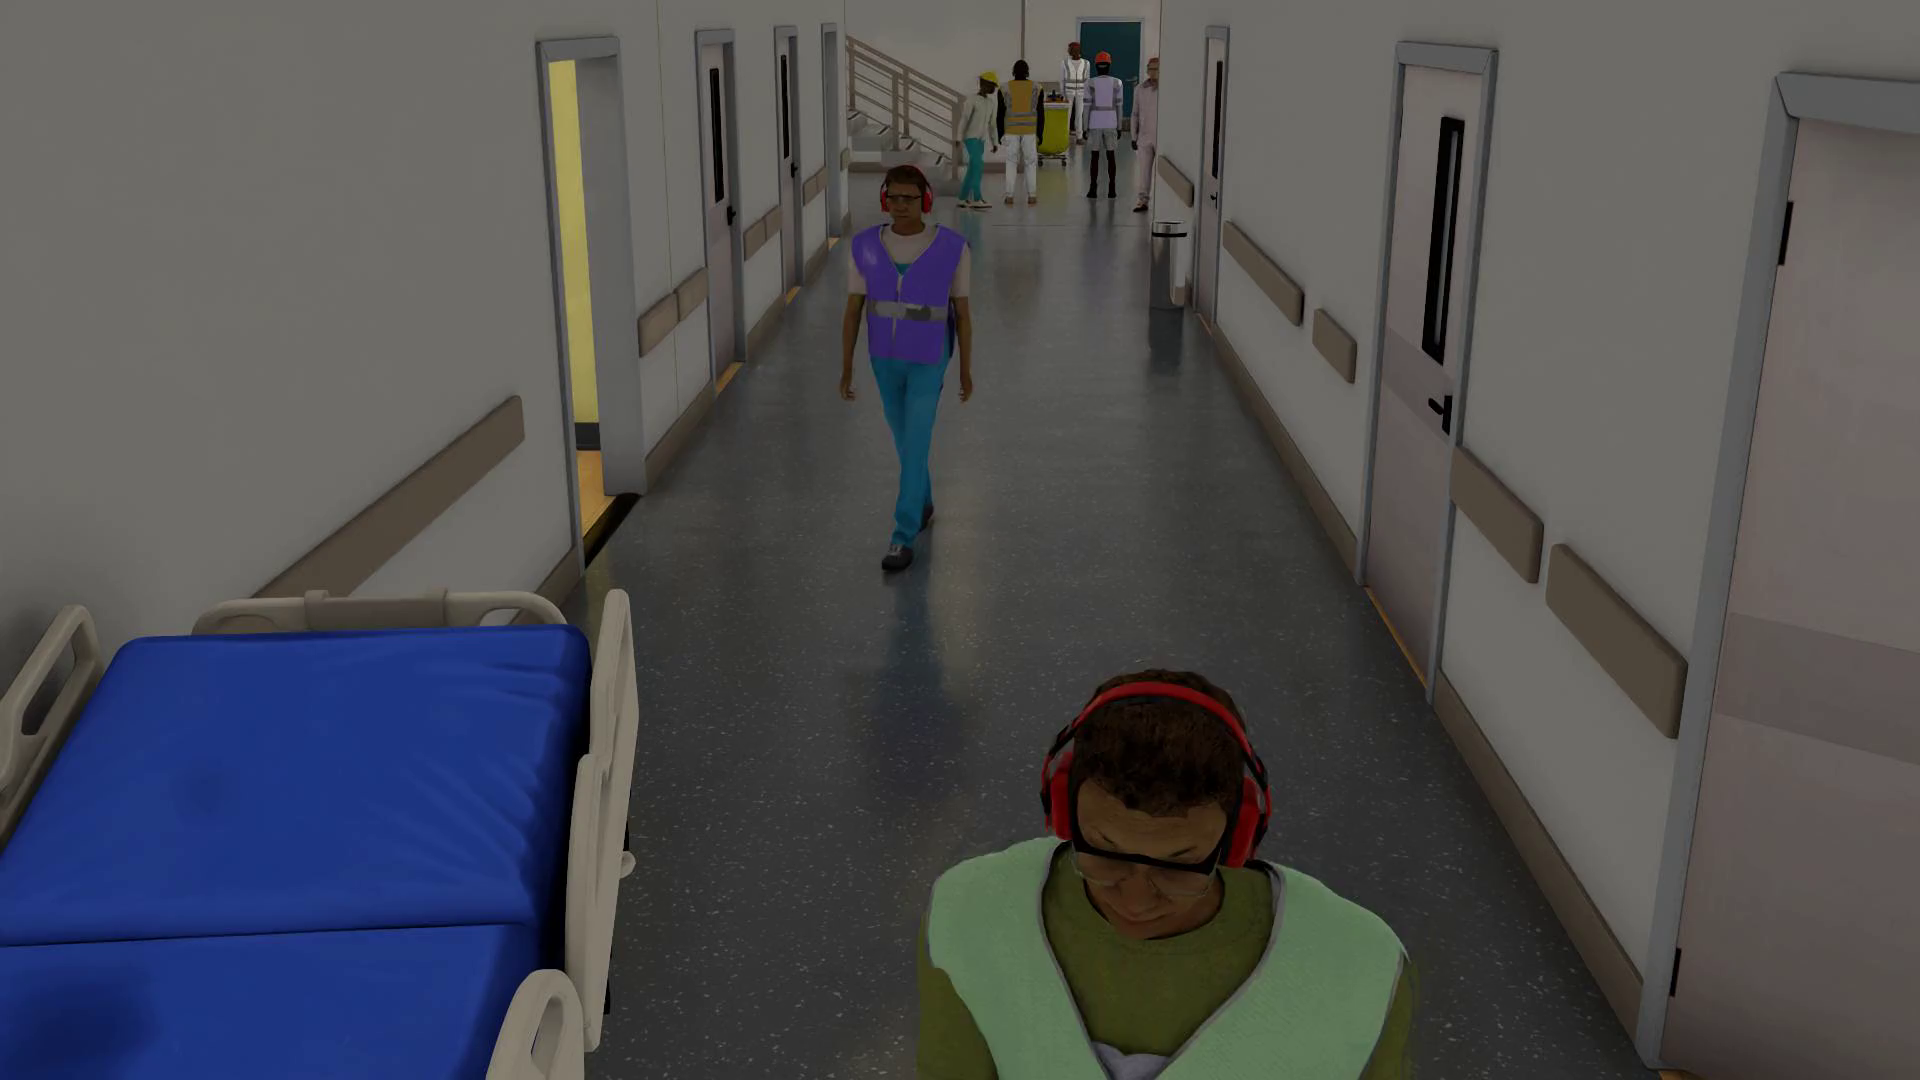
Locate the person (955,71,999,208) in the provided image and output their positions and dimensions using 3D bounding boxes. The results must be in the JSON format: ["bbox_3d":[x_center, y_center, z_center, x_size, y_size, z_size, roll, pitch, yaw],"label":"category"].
[{"bbox_3d":[0.255,-5.097,21.237,0.676,1.708,0.593,13,22,34],"label":"person"}]

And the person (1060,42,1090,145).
[{"bbox_3d":[2.166,-8.416,31.401,0.574,1.882,0.356,-2,18,-7],"label":"person"}]

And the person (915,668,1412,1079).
[{"bbox_3d":[0.215,0.981,2.026,0.600,1.783,0.964,8,19,22],"label":"person"}]

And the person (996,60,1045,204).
[{"bbox_3d":[0.787,-5.329,21.767,0.634,1.842,0.429,-1,18,-3],"label":"person"}]

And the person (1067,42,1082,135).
[{"bbox_3d":[2.320,-9.198,33.915,0.332,1.843,0.516,-10,20,-29],"label":"person"}]

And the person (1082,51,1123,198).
[{"bbox_3d":[1.919,-5.596,22.466,0.543,1.928,0.374,-1,18,-2],"label":"person"}]

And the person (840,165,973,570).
[{"bbox_3d":[-0.247,-0.830,7.707,0.584,1.797,0.965,5,18,15],"label":"person"}]
